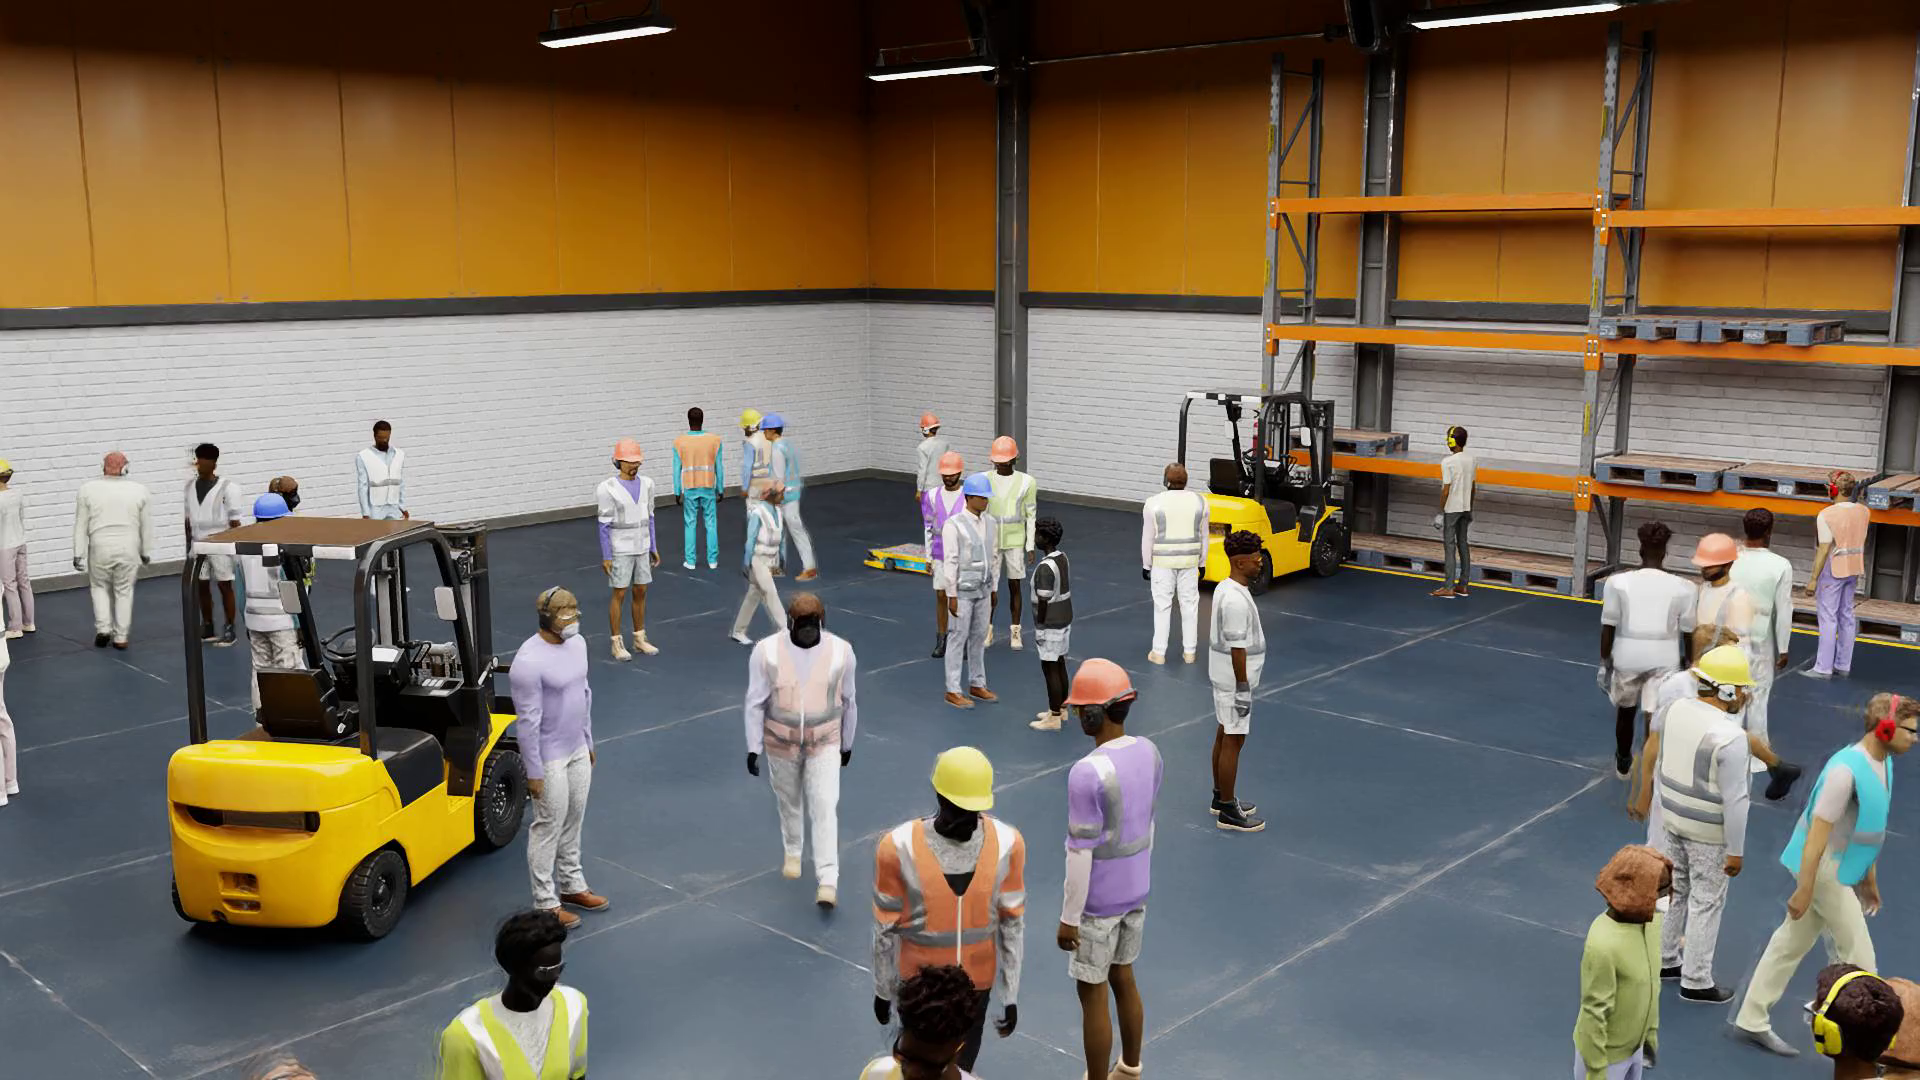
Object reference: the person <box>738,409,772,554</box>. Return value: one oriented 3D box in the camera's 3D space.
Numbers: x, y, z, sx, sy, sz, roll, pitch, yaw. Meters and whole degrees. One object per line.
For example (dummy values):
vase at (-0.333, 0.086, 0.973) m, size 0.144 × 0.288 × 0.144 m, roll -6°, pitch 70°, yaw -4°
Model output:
person at (-2.477, -0.716, 20.516) m, size 0.464 × 1.811 × 0.610 m, roll 4°, pitch 11°, yaw 22°

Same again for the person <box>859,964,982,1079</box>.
person at (-0.068, 2.026, 4.570) m, size 0.754 × 1.931 × 0.478 m, roll 10°, pitch 14°, yaw 44°

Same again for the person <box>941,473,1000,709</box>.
person at (0.102, 0.412, 13.701) m, size 0.409 × 1.943 × 0.609 m, roll 9°, pitch 14°, yaw 43°

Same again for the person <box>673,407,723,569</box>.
person at (-3.073, -0.603, 19.559) m, size 0.587 × 1.911 × 0.397 m, roll -3°, pitch 10°, yaw -14°

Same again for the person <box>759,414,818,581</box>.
person at (-1.952, -0.483, 18.931) m, size 0.703 × 1.907 × 0.625 m, roll -1°, pitch 10°, yaw -5°

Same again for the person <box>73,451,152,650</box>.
person at (-7.967, 0.104, 15.638) m, size 0.710 × 1.869 × 0.426 m, roll -7°, pitch 12°, yaw -34°

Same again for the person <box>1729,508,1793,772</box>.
person at (5.684, 0.718, 12.007) m, size 0.392 × 1.920 × 0.589 m, roll -9°, pitch 13°, yaw -41°

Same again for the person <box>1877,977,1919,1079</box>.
person at (2.762, 2.097, 4.963) m, size 0.507 × 1.631 × 0.266 m, roll -3°, pitch 10°, yaw -16°

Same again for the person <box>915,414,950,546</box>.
person at (-0.364, -0.674, 20.397) m, size 0.325 × 1.752 × 0.559 m, roll 7°, pitch 12°, yaw 34°

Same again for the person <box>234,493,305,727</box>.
person at (-5.145, 0.615, 12.501) m, size 0.604 × 1.949 × 0.398 m, roll 5°, pitch 11°, yaw 25°

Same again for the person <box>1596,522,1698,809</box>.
person at (4.727, 0.824, 11.436) m, size 0.634 × 1.907 × 1.027 m, roll 4°, pitch 11°, yaw 21°

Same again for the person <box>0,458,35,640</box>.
person at (-9.217, 0.081, 16.071) m, size 0.312 × 1.768 × 0.522 m, roll 0°, pitch 10°, yaw 0°

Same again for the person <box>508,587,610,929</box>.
person at (-2.240, 1.199, 9.253) m, size 0.380 × 1.929 × 0.636 m, roll 3°, pitch 10°, yaw 18°

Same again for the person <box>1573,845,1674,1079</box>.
person at (2.424, 1.895, 6.147) m, size 0.306 × 1.624 × 0.500 m, roll 10°, pitch 14°, yaw 44°

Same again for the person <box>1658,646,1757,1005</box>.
person at (3.721, 1.417, 8.314) m, size 0.403 × 1.819 × 0.601 m, roll -2°, pitch 10°, yaw -13°

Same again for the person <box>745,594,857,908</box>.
person at (-0.917, 1.196, 9.658) m, size 0.643 × 1.787 × 0.975 m, roll -1°, pitch 10°, yaw -4°

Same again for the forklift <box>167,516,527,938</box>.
forklift at (-3.583, 0.976, 9.748) m, size 1.214 × 2.155 × 2.313 m, roll 2°, pitch 10°, yaw 11°

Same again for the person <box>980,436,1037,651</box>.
person at (0.410, 0.033, 15.581) m, size 0.605 × 2.033 × 0.392 m, roll 1°, pitch 10°, yaw 8°

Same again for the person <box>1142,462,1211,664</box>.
person at (1.946, 0.213, 15.095) m, size 0.625 × 1.846 × 0.429 m, roll -1°, pitch 10°, yaw -7°

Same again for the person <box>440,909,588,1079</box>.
person at (-1.484, 1.985, 5.450) m, size 0.550 × 1.680 × 0.589 m, roll -9°, pitch 13°, yaw -42°

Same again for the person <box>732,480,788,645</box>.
person at (-1.820, 0.224, 15.728) m, size 0.841 × 1.585 × 0.532 m, roll 3°, pitch 10°, yaw 18°

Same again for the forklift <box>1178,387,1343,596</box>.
forklift at (3.298, -0.608, 18.767) m, size 1.214 × 2.155 × 2.313 m, roll 9°, pitch 13°, yaw 42°

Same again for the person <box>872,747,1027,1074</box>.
person at (-0.023, 1.709, 6.408) m, size 0.584 × 1.899 × 0.584 m, roll -3°, pitch 10°, yaw -16°

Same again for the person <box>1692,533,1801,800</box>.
person at (5.202, 0.876, 11.194) m, size 0.838 × 1.898 × 0.579 m, roll -1°, pitch 10°, yaw -4°

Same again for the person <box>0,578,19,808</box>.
person at (-6.610, 0.859, 11.178) m, size 0.367 × 1.928 × 0.584 m, roll -2°, pitch 10°, yaw -10°

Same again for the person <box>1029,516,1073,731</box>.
person at (0.711, 0.651, 13.046) m, size 0.321 × 1.689 × 0.530 m, roll 4°, pitch 11°, yaw 21°

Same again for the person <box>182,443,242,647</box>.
person at (-7.095, 0.055, 15.736) m, size 0.688 × 1.949 × 0.367 m, roll 3°, pitch 10°, yaw 16°

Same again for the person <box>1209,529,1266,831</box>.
person at (1.806, 0.898, 10.841) m, size 0.367 × 1.966 × 0.606 m, roll 0°, pitch 10°, yaw 1°

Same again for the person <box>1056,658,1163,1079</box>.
person at (0.616, 1.511, 7.187) m, size 0.410 × 2.030 × 0.613 m, roll 7°, pitch 12°, yaw 36°

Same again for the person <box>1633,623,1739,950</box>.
person at (3.793, 1.338, 8.824) m, size 0.682 × 1.814 × 0.323 m, roll -5°, pitch 11°, yaw -26°

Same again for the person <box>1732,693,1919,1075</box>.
person at (4.078, 1.563, 7.593) m, size 0.949 × 1.771 × 0.573 m, roll 7°, pitch 12°, yaw 34°

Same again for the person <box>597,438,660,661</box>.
person at (-3.015, 0.083, 15.265) m, size 0.376 × 2.041 × 0.615 m, roll 9°, pitch 13°, yaw 42°

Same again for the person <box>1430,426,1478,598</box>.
person at (5.346, -0.301, 17.972) m, size 0.509 × 1.864 × 0.328 m, roll -6°, pitch 12°, yaw -30°

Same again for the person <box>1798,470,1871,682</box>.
person at (7.640, 0.317, 14.489) m, size 0.563 × 1.847 × 0.389 m, roll -4°, pitch 11°, yaw -23°

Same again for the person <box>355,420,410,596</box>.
person at (-6.287, -0.353, 18.124) m, size 0.399 × 1.913 × 0.590 m, roll 7°, pitch 12°, yaw 34°

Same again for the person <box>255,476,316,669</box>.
person at (-5.724, 0.369, 14.211) m, size 0.430 × 1.845 × 0.619 m, roll 0°, pitch 10°, yaw 2°

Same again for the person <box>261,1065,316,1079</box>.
person at (-1.801, 2.179, 4.596) m, size 0.517 × 1.600 × 0.851 m, roll -9°, pitch 13°, yaw -41°

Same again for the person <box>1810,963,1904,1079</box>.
person at (2.379, 2.061, 4.536) m, size 0.514 × 1.861 × 0.322 m, roll -2°, pitch 10°, yaw -11°

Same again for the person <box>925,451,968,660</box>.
person at (-0.074, 0.142, 15.260) m, size 0.544 × 1.930 × 0.389 m, roll 3°, pitch 10°, yaw 18°
